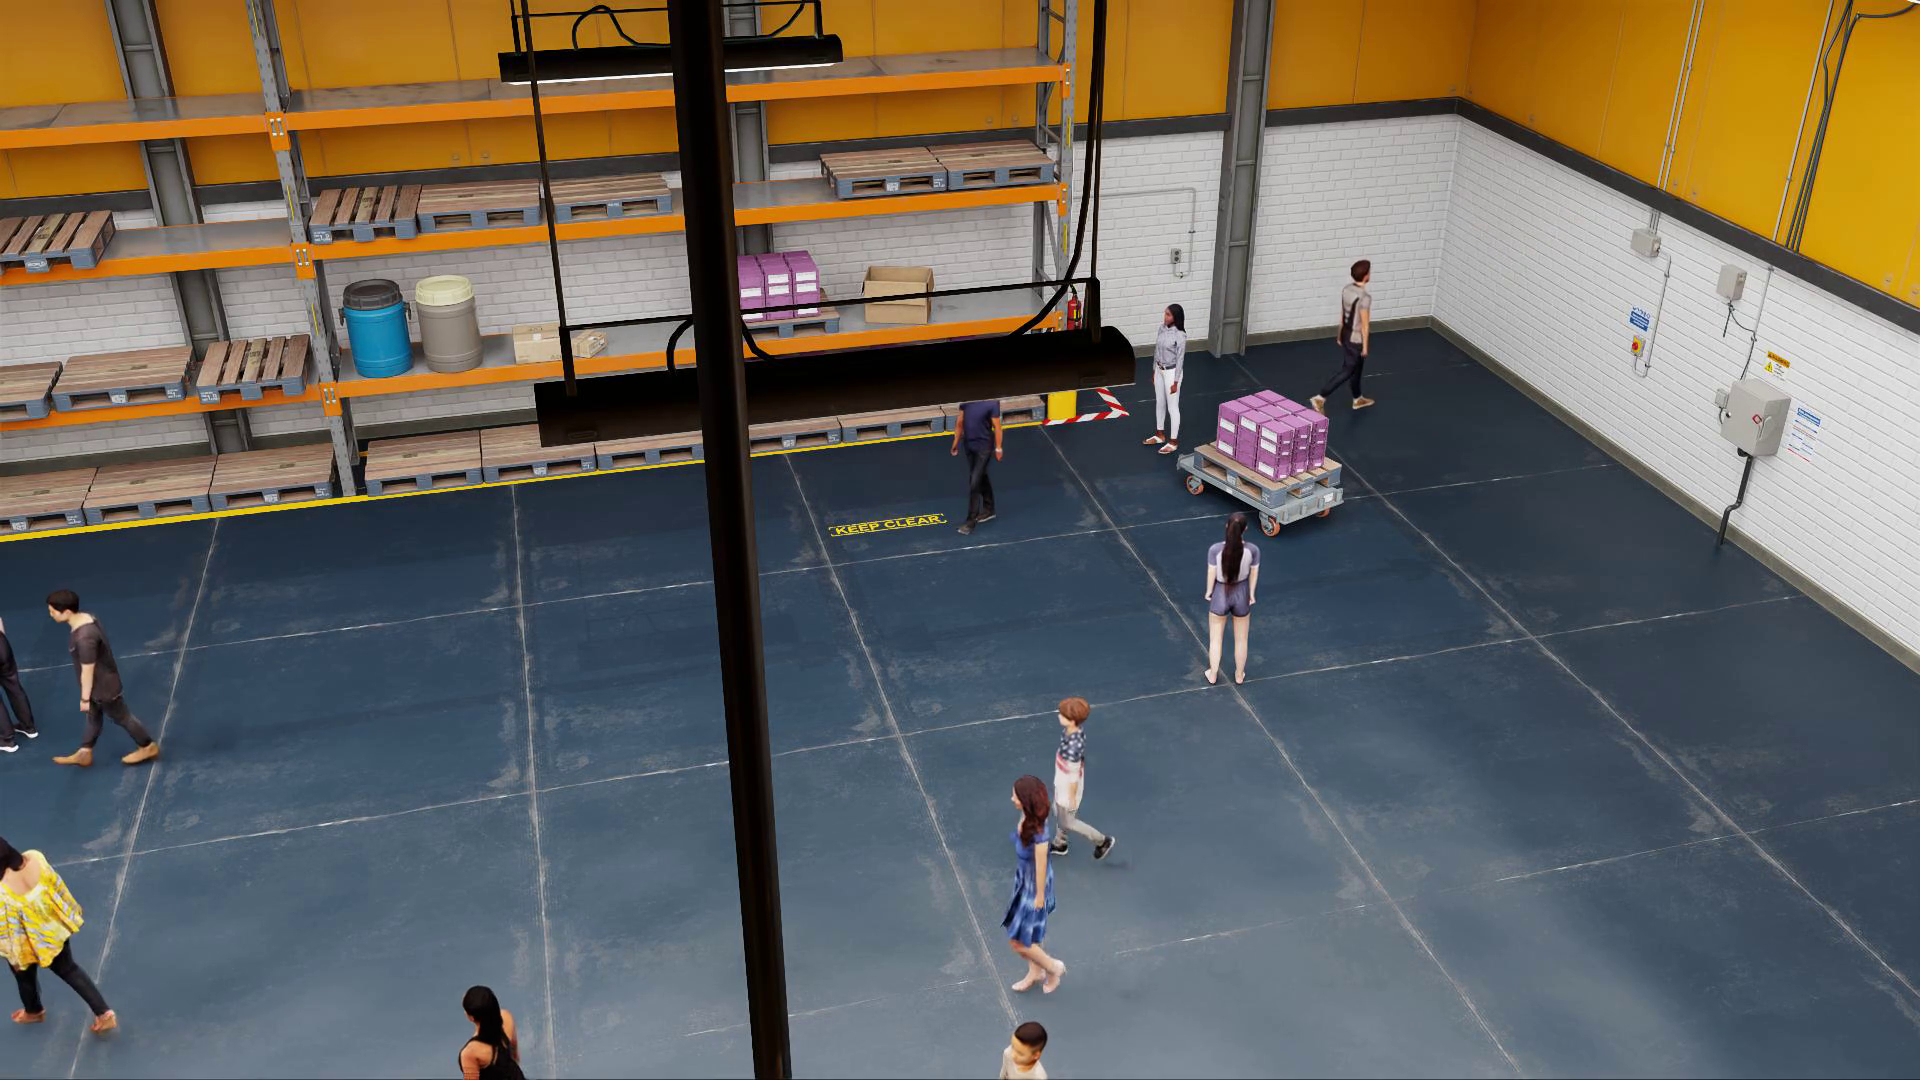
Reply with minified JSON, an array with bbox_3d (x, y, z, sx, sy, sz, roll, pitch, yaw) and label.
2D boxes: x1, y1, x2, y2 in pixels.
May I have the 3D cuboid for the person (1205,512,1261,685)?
[{"bbox_3d":[2.336,0.507,14.338,0.557,1.650,0.712,2,29,3],"label":"person"}]

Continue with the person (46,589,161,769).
[{"bbox_3d":[-6.750,1.096,13.229,1.058,1.678,0.793,-14,32,-24],"label":"person"}]

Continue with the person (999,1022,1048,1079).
[{"bbox_3d":[0.367,3.294,9.422,0.614,1.464,0.611,-19,34,-31],"label":"person"}]

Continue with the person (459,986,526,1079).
[{"bbox_3d":[-2.588,3.171,9.448,0.936,1.656,0.851,11,31,20],"label":"person"}]

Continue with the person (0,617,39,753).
[{"bbox_3d":[-7.894,0.907,13.507,0.673,1.743,0.648,10,30,17],"label":"person"}]

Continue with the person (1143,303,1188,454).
[{"bbox_3d":[2.321,-1.824,18.532,0.619,1.725,0.649,-17,33,-28],"label":"person"}]

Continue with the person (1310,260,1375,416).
[{"bbox_3d":[4.494,-2.309,19.274,1.190,1.867,0.716,-10,30,-18],"label":"person"}]

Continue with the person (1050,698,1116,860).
[{"bbox_3d":[0.867,1.779,12.242,0.890,1.424,0.701,3,29,6],"label":"person"}]

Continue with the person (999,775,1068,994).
[{"bbox_3d":[0.551,2.297,10.906,0.729,1.794,0.681,-5,29,-8],"label":"person"}]

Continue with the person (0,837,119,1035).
[{"bbox_3d":[-5.830,2.554,10.628,1.174,1.609,1.023,8,30,14],"label":"person"}]

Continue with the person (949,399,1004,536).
[{"bbox_3d":[0.252,-0.974,16.928,0.908,1.770,1.015,26,38,38],"label":"person"}]
